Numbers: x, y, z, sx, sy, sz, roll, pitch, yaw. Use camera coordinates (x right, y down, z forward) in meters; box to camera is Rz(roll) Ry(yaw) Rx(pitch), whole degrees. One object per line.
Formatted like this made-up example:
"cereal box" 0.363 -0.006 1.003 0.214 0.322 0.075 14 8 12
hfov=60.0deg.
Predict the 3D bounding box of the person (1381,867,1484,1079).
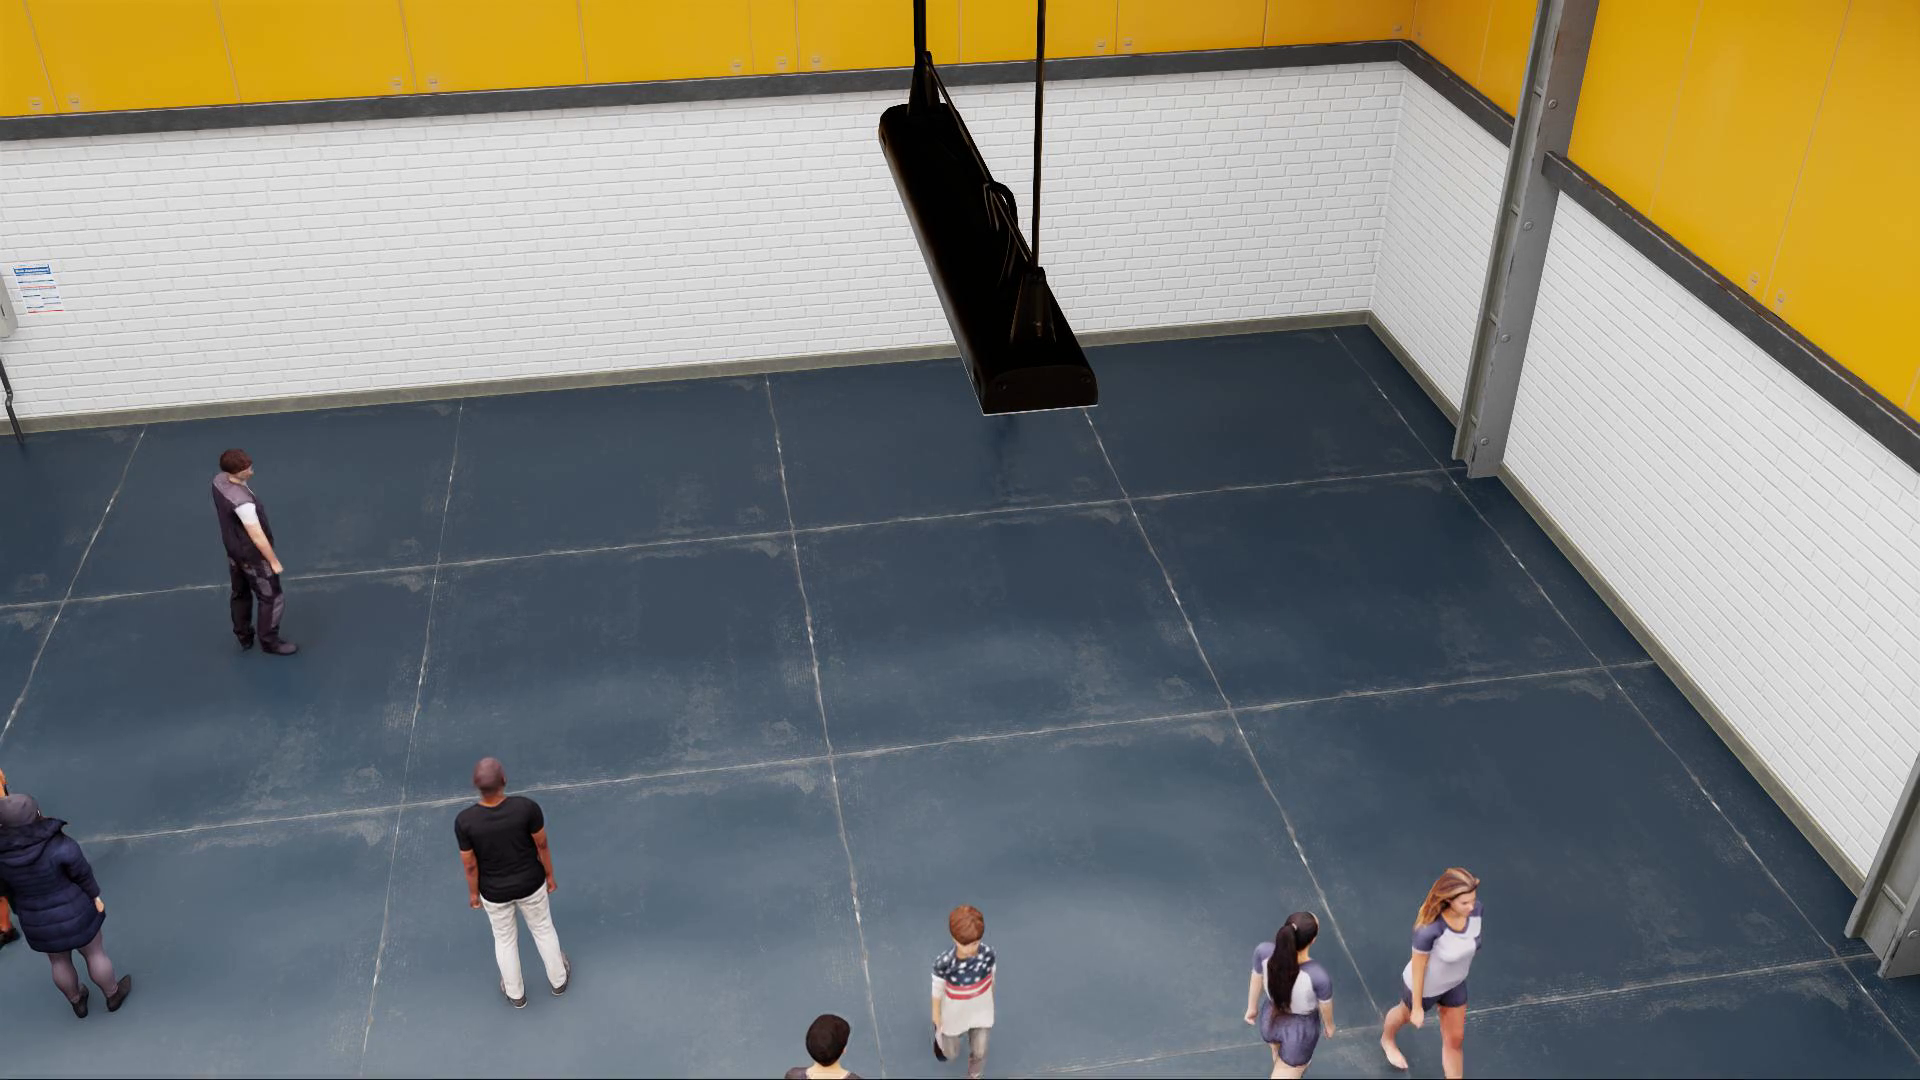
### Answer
"person" 2.565 2.395 9.212 0.751 1.677 1.086 -13 36 -19

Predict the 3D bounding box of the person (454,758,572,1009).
"person" -2.609 2.007 9.682 0.694 1.803 0.650 -12 35 -17

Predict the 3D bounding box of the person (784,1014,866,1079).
"person" -0.634 3.004 8.260 0.683 1.717 0.655 4 34 6

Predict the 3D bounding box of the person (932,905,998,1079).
"person" 0.019 2.534 9.227 0.578 1.428 0.796 -10 35 -15

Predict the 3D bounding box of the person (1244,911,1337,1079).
"person" 1.703 2.671 8.861 1.072 1.606 1.039 28 43 35

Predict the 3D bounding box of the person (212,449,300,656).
"person" -5.433 0.087 12.565 0.854 1.809 0.968 18 38 25

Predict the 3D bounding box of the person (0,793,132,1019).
"person" -5.229 2.124 9.623 0.664 1.672 0.635 -7 34 -10

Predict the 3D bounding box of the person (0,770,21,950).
"person" -5.807 1.727 10.249 0.846 1.641 0.988 9 35 13
